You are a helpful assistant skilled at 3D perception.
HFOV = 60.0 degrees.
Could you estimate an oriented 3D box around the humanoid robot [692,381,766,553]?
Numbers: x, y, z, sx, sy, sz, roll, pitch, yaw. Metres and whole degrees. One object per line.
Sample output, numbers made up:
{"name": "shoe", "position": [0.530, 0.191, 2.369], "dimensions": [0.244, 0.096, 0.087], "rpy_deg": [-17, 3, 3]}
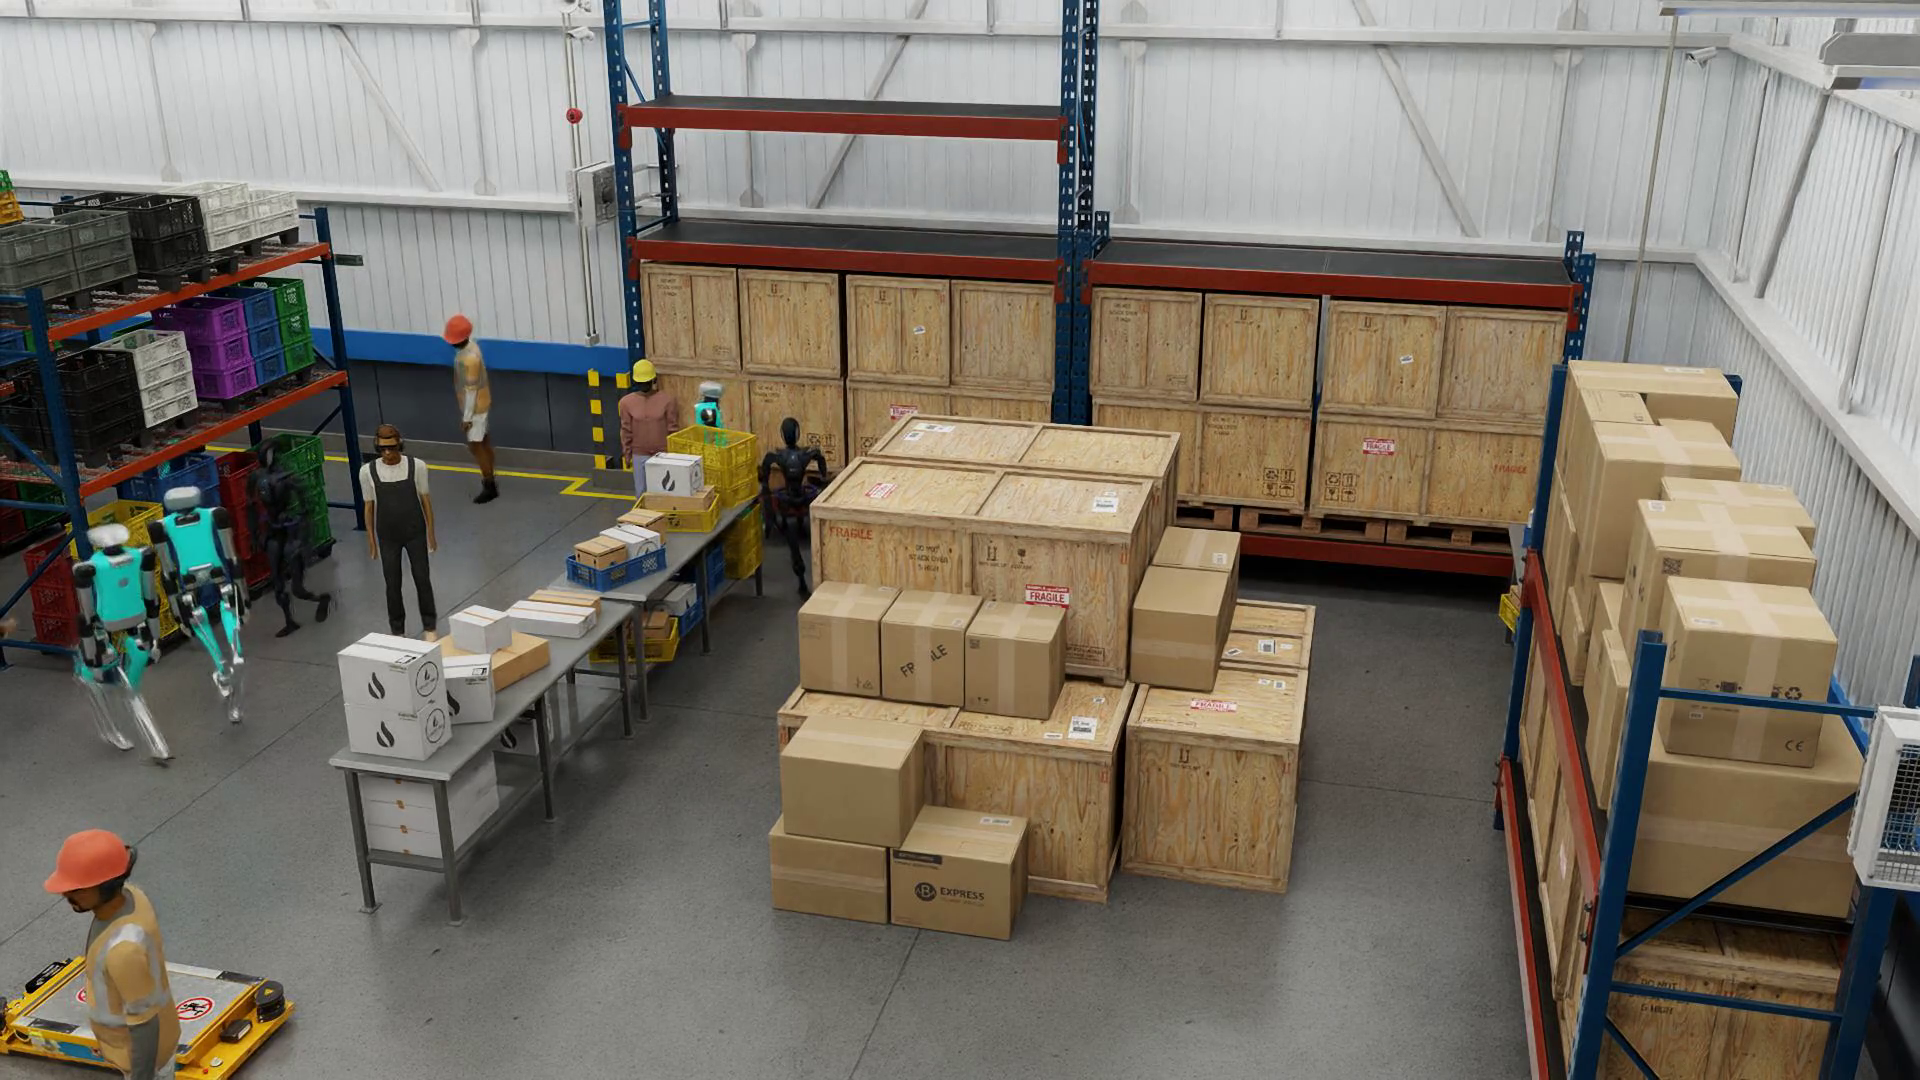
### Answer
{"name": "humanoid robot", "position": [-1.926, -0.496, 14.293], "dimensions": [0.719, 1.799, 0.546], "rpy_deg": [-4, 21, -11]}

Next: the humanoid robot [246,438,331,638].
{"name": "humanoid robot", "position": [-5.342, -0.051, 13.201], "dimensions": [0.591, 1.639, 0.464], "rpy_deg": [7, 22, 17]}

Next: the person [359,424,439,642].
{"name": "person", "position": [-4.340, -0.028, 12.929], "dimensions": [0.507, 1.839, 0.338], "rpy_deg": [-7, 22, -18]}

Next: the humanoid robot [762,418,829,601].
{"name": "humanoid robot", "position": [-1.316, -0.217, 13.658], "dimensions": [0.593, 1.635, 0.629], "rpy_deg": [-3, 21, -7]}

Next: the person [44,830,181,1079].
{"name": "person", "position": [-3.491, 2.122, 7.013], "dimensions": [0.377, 2.042, 0.607], "rpy_deg": [-12, 24, -28]}

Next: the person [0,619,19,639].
{"name": "person", "position": [-7.798, 0.122, 12.609], "dimensions": [0.961, 1.776, 0.702], "rpy_deg": [-18, 27, -38]}

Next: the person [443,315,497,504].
{"name": "person", "position": [-4.774, -1.315, 16.239], "dimensions": [0.375, 1.893, 0.726], "rpy_deg": [-6, 22, -16]}

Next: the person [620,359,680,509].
{"name": "person", "position": [-2.776, -0.776, 14.989], "dimensions": [0.523, 1.761, 0.336], "rpy_deg": [-3, 21, -7]}

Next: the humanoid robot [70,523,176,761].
{"name": "humanoid robot", "position": [-5.718, 0.691, 11.222], "dimensions": [0.911, 1.771, 0.542], "rpy_deg": [16, 26, 37]}

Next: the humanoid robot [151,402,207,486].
{"name": "humanoid robot", "position": [-7.206, -0.826, 15.154], "dimensions": [0.540, 1.770, 0.901], "rpy_deg": [9, 23, 23]}

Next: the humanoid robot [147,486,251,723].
{"name": "humanoid robot", "position": [-5.255, 0.528, 11.648], "dimensions": [0.578, 1.735, 1.066], "rpy_deg": [-10, 23, -25]}

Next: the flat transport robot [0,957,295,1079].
{"name": "flat transport robot", "position": [-4.270, 2.464, 8.601], "dimensions": [1.431, 0.231, 0.659], "rpy_deg": [5, 22, 13]}
